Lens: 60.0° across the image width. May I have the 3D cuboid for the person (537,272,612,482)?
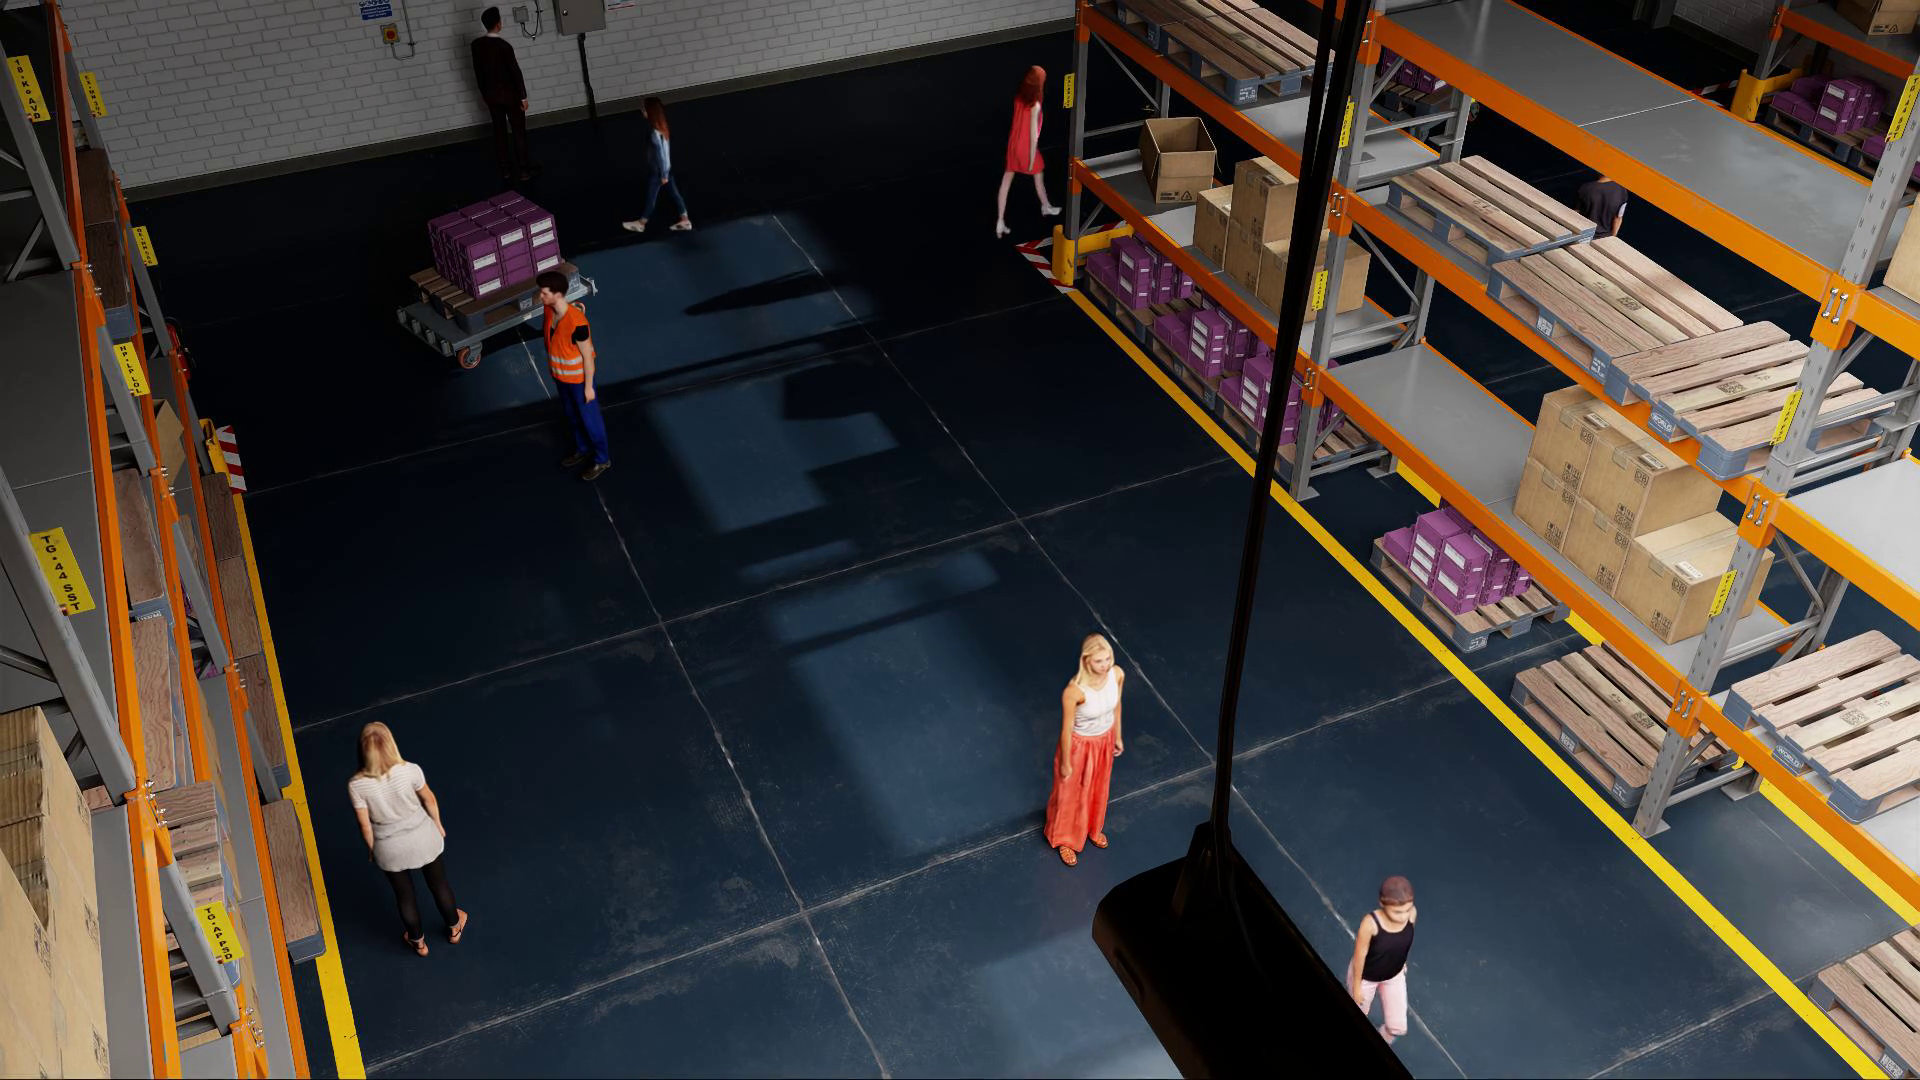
[{"bbox_3d":[-3.120,-1.348,13.464,0.695,1.880,0.832,32,48,33],"label":"person"}]

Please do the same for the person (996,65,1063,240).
[{"bbox_3d":[0.555,-3.834,16.658,0.900,1.779,1.080,-31,48,-33],"label":"person"}]

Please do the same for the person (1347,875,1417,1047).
[{"bbox_3d":[2.255,2.329,9.126,0.578,1.548,0.673,-11,40,-13],"label":"person"}]

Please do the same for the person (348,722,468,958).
[{"bbox_3d":[-3.208,1.745,9.634,0.585,1.827,0.506,-16,41,-19],"label":"person"}]

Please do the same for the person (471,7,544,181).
[{"bbox_3d":[-4.870,-4.751,17.738,0.776,1.864,0.817,10,40,12],"label":"person"}]

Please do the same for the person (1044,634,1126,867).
[{"bbox_3d":[0.789,1.263,10.257,0.666,1.801,0.623,-23,44,-26],"label":"person"}]

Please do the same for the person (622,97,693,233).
[{"bbox_3d":[-2.957,-3.768,16.838,0.867,1.451,0.957,-3,39,-3],"label":"person"}]
